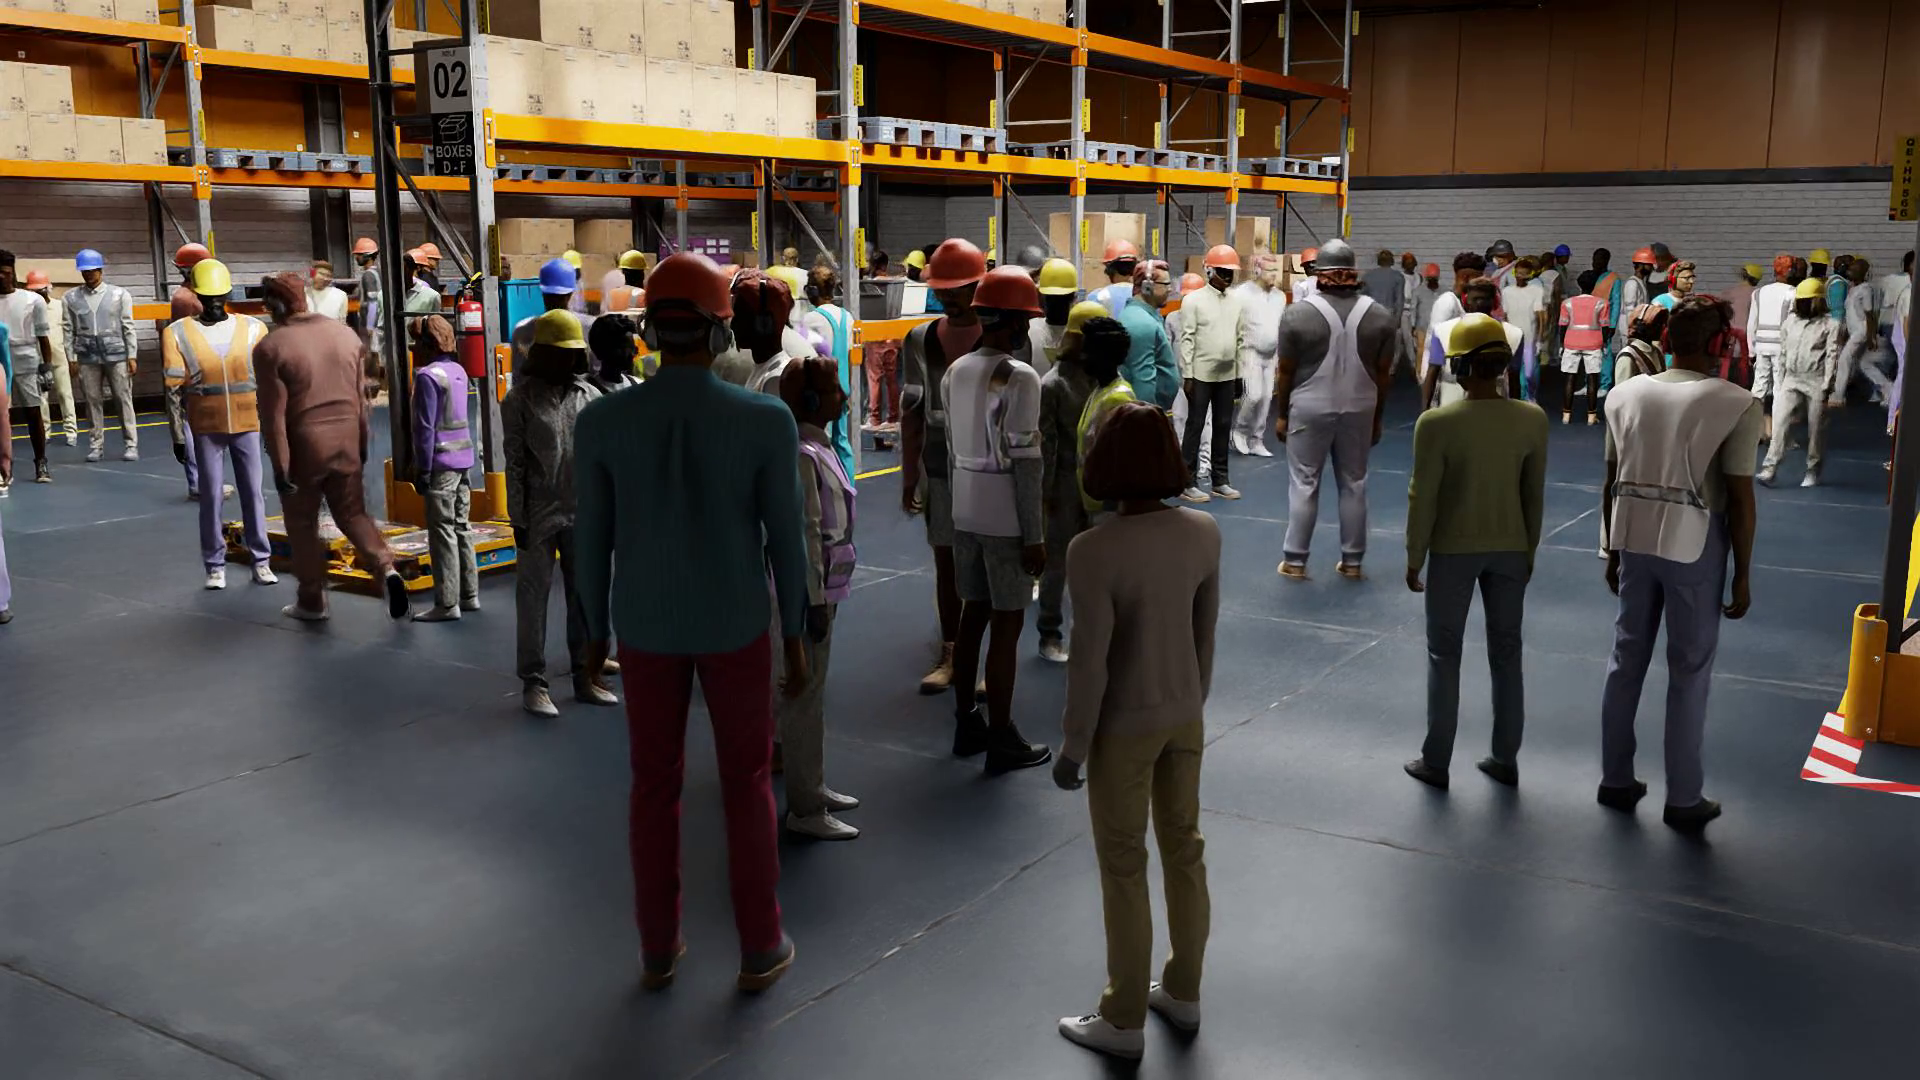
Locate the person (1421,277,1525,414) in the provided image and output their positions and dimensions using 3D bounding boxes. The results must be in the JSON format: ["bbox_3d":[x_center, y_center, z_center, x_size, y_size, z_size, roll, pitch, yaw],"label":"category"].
[{"bbox_3d":[3.233,-0.761,10.545,0.590,1.791,0.985,5,11,26],"label":"person"}]

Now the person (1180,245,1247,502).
[{"bbox_3d":[1.978,-1.286,12.917,0.615,1.986,0.408,-6,12,-29],"label":"person"}]

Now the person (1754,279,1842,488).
[{"bbox_3d":[6.816,-1.244,13.472,0.493,1.703,0.877,10,14,44],"label":"person"}]

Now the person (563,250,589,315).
[{"bbox_3d":[-4.728,-2.582,20.344,0.434,1.903,0.779,2,10,9],"label":"person"}]

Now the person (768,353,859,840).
[{"bbox_3d":[-0.500,0.189,5.686,0.309,1.645,0.515,0,10,-2],"label":"person"}]

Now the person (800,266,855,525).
[{"bbox_3d":[-0.941,-0.989,11.654,0.325,1.843,0.517,7,12,34],"label":"person"}]

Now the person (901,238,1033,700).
[{"bbox_3d":[0.018,-0.304,7.350,0.613,2.033,0.411,4,11,21],"label":"person"}]

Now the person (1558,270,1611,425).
[{"bbox_3d":[6.844,-2.108,18.261,0.538,1.695,0.319,5,12,27],"label":"person"}]

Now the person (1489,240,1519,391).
[{"bbox_3d":[7.196,-2.996,22.229,0.536,2.000,0.672,-1,10,-5],"label":"person"}]

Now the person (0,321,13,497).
[{"bbox_3d":[-7.709,-1.178,12.998,0.350,1.739,0.575,7,12,32],"label":"person"}]

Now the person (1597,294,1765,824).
[{"bbox_3d":[2.474,0.071,5.798,0.392,1.838,0.561,-7,13,-35],"label":"person"}]

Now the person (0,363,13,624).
[{"bbox_3d":[-5.238,-0.408,8.683,0.517,1.760,0.330,-6,12,-32],"label":"person"}]

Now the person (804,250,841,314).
[{"bbox_3d":[-1.308,-1.868,16.300,0.650,1.921,0.587,7,12,32],"label":"person"}]

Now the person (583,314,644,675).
[{"bbox_3d":[-1.635,-0.217,7.817,0.323,1.688,0.533,6,12,29],"label":"person"}]

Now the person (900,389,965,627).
[{"bbox_3d":[-0.050,-0.252,8.209,0.526,1.608,0.632,2,10,10],"label":"person"}]

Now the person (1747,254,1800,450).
[{"bbox_3d":[7.907,-1.814,16.114,0.337,1.882,0.585,-6,12,-29],"label":"person"}]

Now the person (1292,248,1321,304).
[{"bbox_3d":[3.990,-2.345,18.936,0.542,1.930,0.367,-3,11,-18],"label":"person"}]

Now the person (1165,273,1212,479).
[{"bbox_3d":[1.972,-1.393,14.172,0.569,1.744,0.350,6,12,32],"label":"person"}]

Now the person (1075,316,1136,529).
[{"bbox_3d":[0.681,-0.161,7.507,0.323,1.687,0.541,-1,10,-3],"label":"person"}]

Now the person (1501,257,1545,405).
[{"bbox_3d":[6.351,-2.261,18.733,0.522,1.838,0.751,6,12,32],"label":"person"}]

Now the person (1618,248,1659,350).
[{"bbox_3d":[7.929,-2.443,19.483,0.388,1.930,0.544,7,12,32],"label":"person"}]

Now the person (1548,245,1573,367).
[{"bbox_3d":[9.575,-3.744,26.633,0.392,1.946,0.616,10,14,43],"label":"person"}]

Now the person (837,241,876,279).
[{"bbox_3d":[-1.164,-2.561,19.822,0.696,2.000,0.718,-1,10,-6],"label":"person"}]

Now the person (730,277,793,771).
[{"bbox_3d":[-0.732,-0.058,6.390,0.349,1.882,0.584,-2,10,-12],"label":"person"}]

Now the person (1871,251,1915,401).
[{"bbox_3d":[11.873,-2.672,20.869,0.885,1.876,0.626,-3,11,-16],"label":"person"}]

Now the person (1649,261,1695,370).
[{"bbox_3d":[6.040,-1.446,14.177,0.563,1.847,0.392,-8,13,-36],"label":"person"}]

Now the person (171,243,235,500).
[{"bbox_3d":[-5.950,-1.311,13.021,0.382,1.996,0.608,-3,11,-14],"label":"person"}]

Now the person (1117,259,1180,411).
[{"bbox_3d":[1.137,-0.751,10.169,0.402,1.904,0.652,0,10,0],"label":"person"}]

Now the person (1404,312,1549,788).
[{"bbox_3d":[1.898,0.045,6.167,0.527,1.761,0.340,-1,10,-7],"label":"person"}]

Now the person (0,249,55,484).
[{"bbox_3d":[-7.865,-1.427,13.806,0.611,1.951,0.373,-4,11,-22],"label":"person"}]

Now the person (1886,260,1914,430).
[{"bbox_3d":[10.088,-2.067,17.666,0.348,1.836,0.517,6,12,32],"label":"person"}]

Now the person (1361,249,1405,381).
[{"bbox_3d":[5.974,-3.155,23.549,0.646,1.889,1.017,5,11,26],"label":"person"}]

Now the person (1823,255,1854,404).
[{"bbox_3d":[10.908,-2.614,20.666,0.429,1.842,0.635,4,11,22],"label":"person"}]

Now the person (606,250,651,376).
[{"bbox_3d":[-2.974,-1.673,15.215,0.587,1.927,0.364,8,13,38],"label":"person"}]

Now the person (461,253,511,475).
[{"bbox_3d":[-3.939,-1.501,14.307,0.643,1.913,0.411,-10,14,-44],"label":"person"}]
